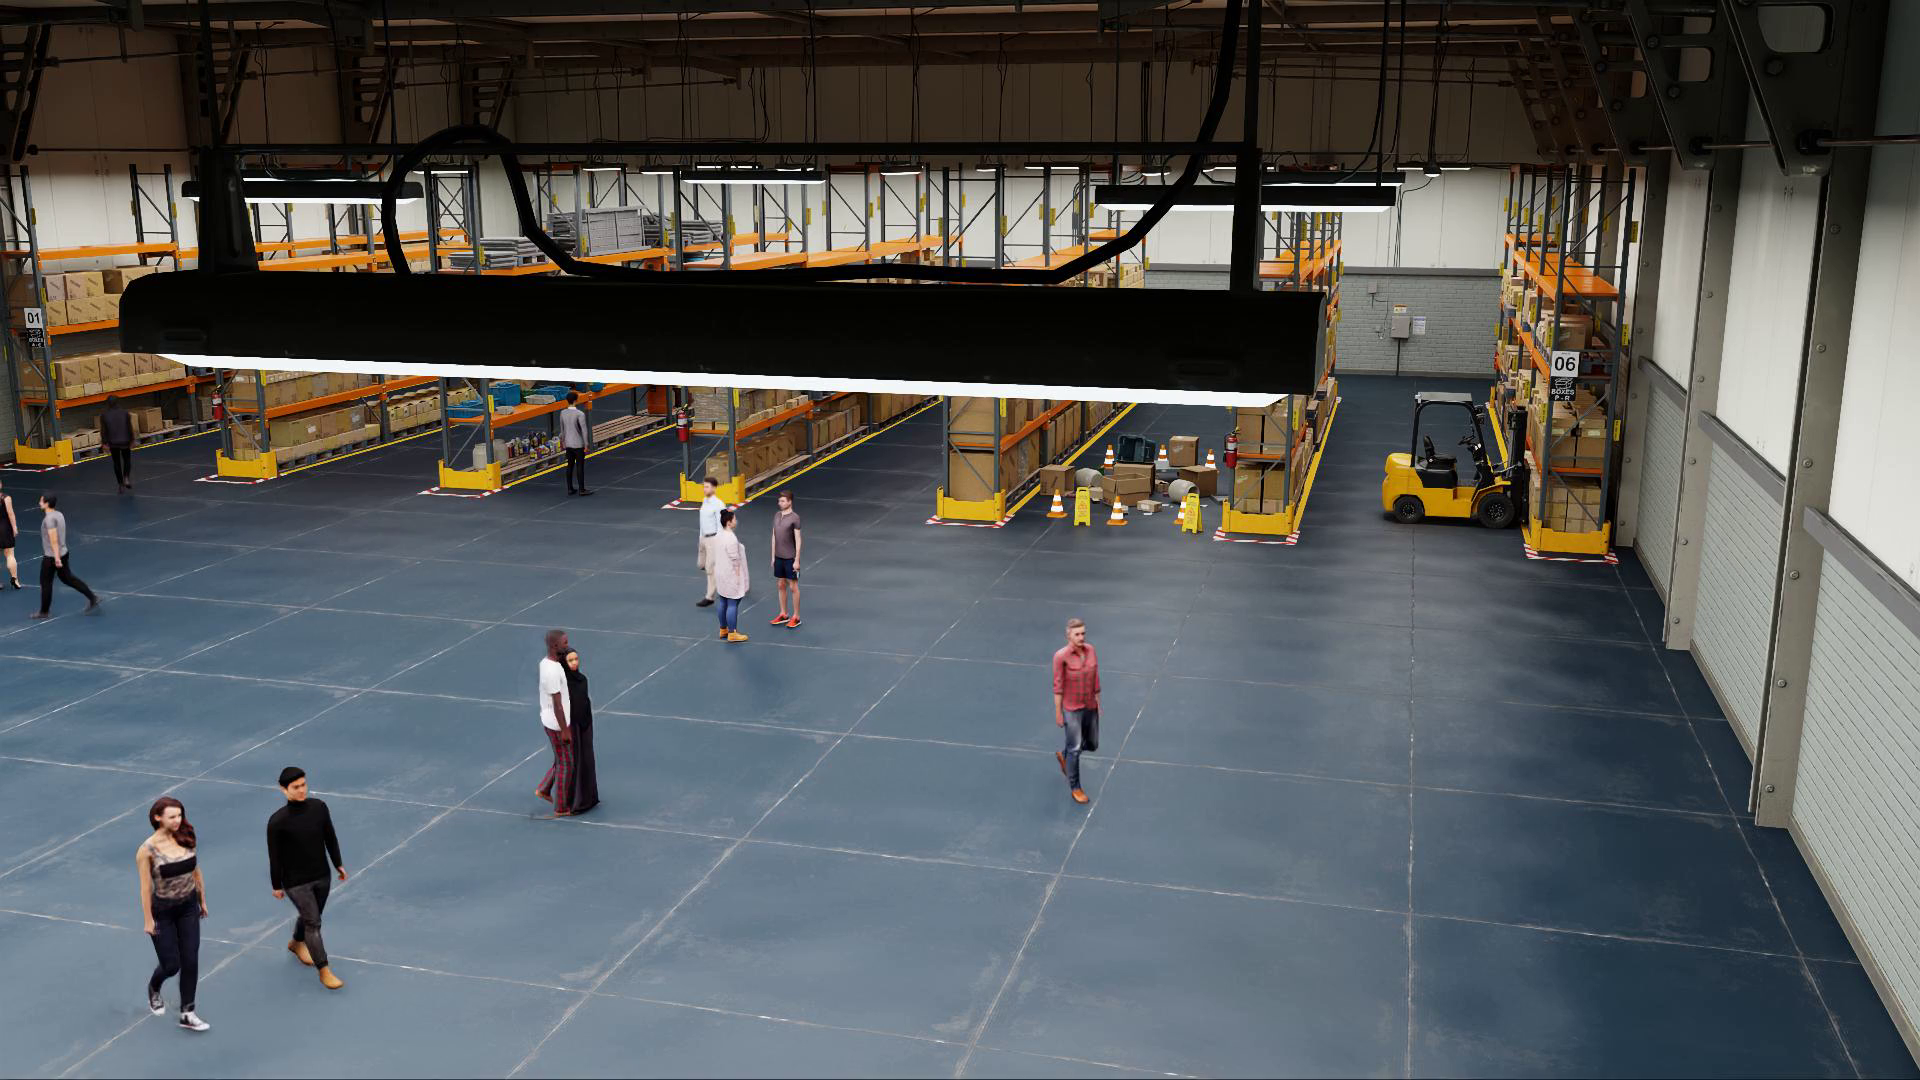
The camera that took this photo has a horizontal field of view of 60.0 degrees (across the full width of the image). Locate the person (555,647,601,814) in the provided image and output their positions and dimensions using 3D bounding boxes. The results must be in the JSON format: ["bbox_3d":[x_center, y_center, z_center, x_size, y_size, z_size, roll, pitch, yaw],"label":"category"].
[{"bbox_3d":[-3.734,1.813,16.034,0.733,1.614,0.629,9,16,33],"label":"person"}]

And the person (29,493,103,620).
[{"bbox_3d":[-12.245,0.211,22.698,1.026,1.728,1.165,-3,13,-11],"label":"person"}]

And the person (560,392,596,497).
[{"bbox_3d":[-7.169,-1.792,30.919,0.791,1.922,0.704,7,15,27],"label":"person"}]

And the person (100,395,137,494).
[{"bbox_3d":[-15.749,-1.791,31.136,0.840,1.821,0.890,-6,15,-26],"label":"person"}]

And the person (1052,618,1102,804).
[{"bbox_3d":[1.116,1.630,16.375,1.027,1.818,1.072,-8,15,-32],"label":"person"}]

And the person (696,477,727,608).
[{"bbox_3d":[-3.438,0.015,23.330,1.073,1.826,0.946,-12,17,-41],"label":"person"}]

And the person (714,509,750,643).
[{"bbox_3d":[-3.009,0.445,21.655,0.848,1.743,0.794,-8,15,-31],"label":"person"}]

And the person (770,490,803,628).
[{"bbox_3d":[-2.316,0.233,22.316,0.720,1.858,0.683,10,16,36],"label":"person"}]

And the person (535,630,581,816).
[{"bbox_3d":[-3.910,1.745,15.864,0.889,1.823,0.800,-3,13,-12],"label":"person"}]

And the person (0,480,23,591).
[{"bbox_3d":[-13.932,-0.108,24.110,0.751,1.713,0.756,-3,13,-11],"label":"person"}]

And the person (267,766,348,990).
[{"bbox_3d":[-5.038,2.532,12.742,0.941,1.698,1.096,9,16,33],"label":"person"}]

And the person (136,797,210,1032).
[{"bbox_3d":[-5.710,2.680,11.962,0.799,1.761,0.806,8,15,30],"label":"person"}]
